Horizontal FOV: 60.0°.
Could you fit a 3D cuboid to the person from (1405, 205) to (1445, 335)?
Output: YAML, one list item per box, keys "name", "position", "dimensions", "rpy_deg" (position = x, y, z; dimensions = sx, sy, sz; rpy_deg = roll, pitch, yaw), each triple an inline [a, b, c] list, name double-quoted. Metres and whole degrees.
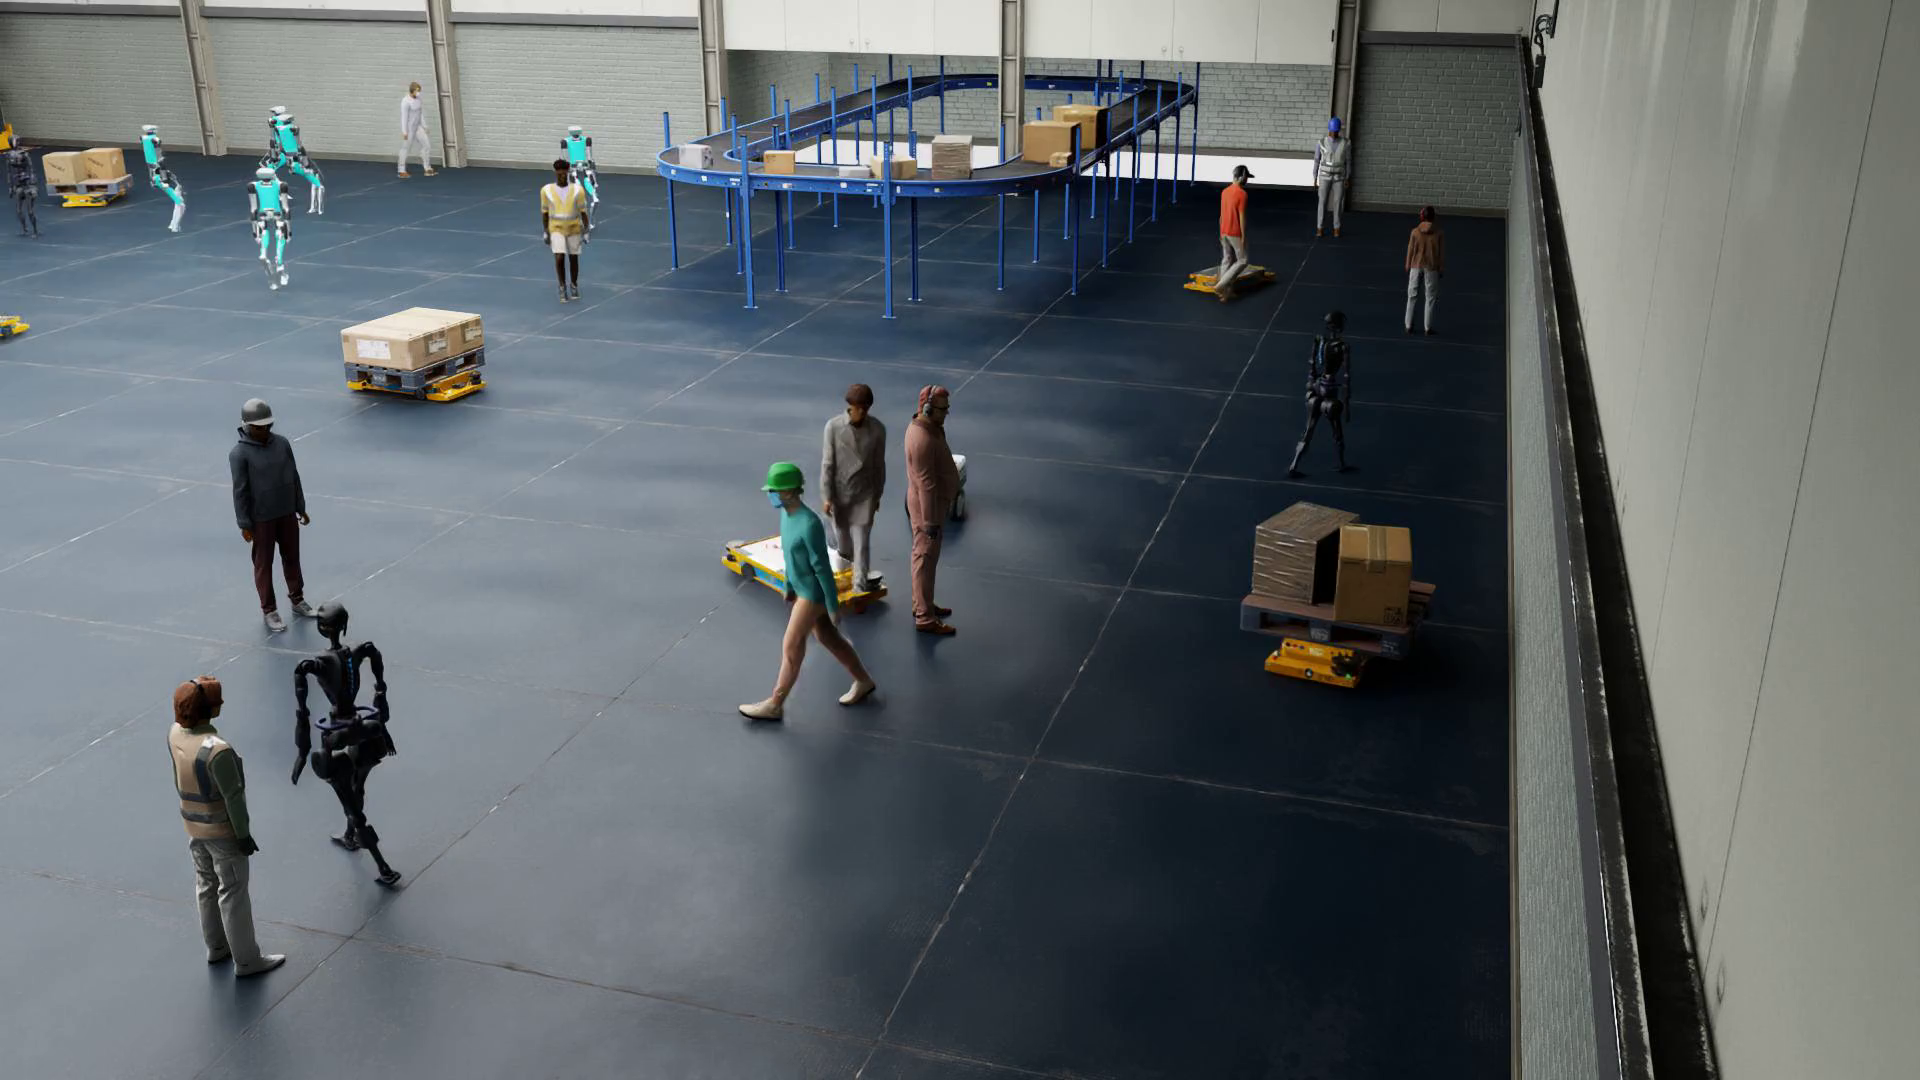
- name: "person"
  position: [5.903, -3.429, 21.157]
  dimensions: [0.474, 1.645, 0.327]
  rpy_deg: [8, 22, 19]

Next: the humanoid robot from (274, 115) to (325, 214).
- name: "humanoid robot"
  position: [-11.540, -6.595, 29.309]
  dimensions: [0.555, 1.821, 0.789]
  rpy_deg: [11, 24, 27]

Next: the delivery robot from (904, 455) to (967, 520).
- name: "delivery robot"
  position: [-0.191, -0.507, 15.119]
  dimensions: [0.510, 0.613, 0.784]
  rpy_deg: [6, 22, 14]

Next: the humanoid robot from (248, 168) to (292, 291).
- name: "humanoid robot"
  position: [-9.631, -4.277, 23.276]
  dimensions: [0.549, 1.753, 1.038]
  rpy_deg: [-6, 22, -15]

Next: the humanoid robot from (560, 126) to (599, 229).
- name: "humanoid robot"
  position: [-6.243, -5.935, 27.554]
  dimensions: [0.545, 1.738, 1.032]
  rpy_deg: [-11, 23, -26]

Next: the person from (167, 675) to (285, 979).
- name: "person"
  position: [-3.786, 1.460, 8.483]
  dimensions: [0.522, 1.638, 0.309]
  rpy_deg: [15, 25, 33]

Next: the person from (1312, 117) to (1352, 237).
- name: "person"
  position: [6.104, -5.960, 27.326]
  dimensions: [0.620, 1.935, 0.409]
  rpy_deg: [2, 21, 5]

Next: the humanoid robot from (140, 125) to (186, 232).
- name: "humanoid robot"
  position: [-13.233, -6.061, 27.845]
  dimensions: [0.541, 1.783, 0.690]
  rpy_deg: [17, 27, 37]

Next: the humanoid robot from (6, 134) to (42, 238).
- name: "humanoid robot"
  position: [-15.348, -5.801, 27.244]
  dimensions: [0.587, 1.650, 0.328]
  rpy_deg: [6, 22, 16]

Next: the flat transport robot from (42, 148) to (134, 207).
- name: "flat transport robot"
  position: [-15.944, -6.325, 30.584]
  dimensions: [0.659, 0.231, 1.431]
  rpy_deg: [-3, 21, -8]

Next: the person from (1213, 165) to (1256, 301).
- name: "person"
  position: [3.747, -4.171, 22.754]
  dimensions: [0.537, 1.893, 0.564]
  rpy_deg: [-14, 25, -31]

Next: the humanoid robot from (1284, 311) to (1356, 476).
- name: "humanoid robot"
  position: [3.500, -1.404, 15.945]
  dimensions: [0.793, 1.632, 0.605]
  rpy_deg: [-11, 24, -26]

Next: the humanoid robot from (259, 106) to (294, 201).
- name: "humanoid robot"
  position: [-12.426, -7.001, 30.110]
  dimensions: [0.735, 1.677, 0.533]
  rpy_deg: [7, 22, 18]

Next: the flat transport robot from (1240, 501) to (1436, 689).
- name: "flat transport robot"
  position: [2.793, 0.693, 12.381]
  dimensions: [0.659, 0.231, 1.431]
  rpy_deg: [10, 23, 25]

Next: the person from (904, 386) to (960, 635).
- name: "person"
  position: [-0.208, -0.238, 12.531]
  dimensions: [0.409, 1.901, 0.637]
  rpy_deg: [-1, 21, -3]

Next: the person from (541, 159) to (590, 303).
- name: "person"
  position: [-5.399, -4.228, 22.815]
  dimensions: [0.628, 1.944, 0.767]
  rpy_deg: [-6, 22, -15]

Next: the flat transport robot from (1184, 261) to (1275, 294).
- name: "flat transport robot"
  position: [3.893, -3.769, 23.954]
  dimensions: [0.659, 0.231, 1.431]
  rpy_deg: [17, 27, 37]

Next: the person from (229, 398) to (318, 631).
- name: "person"
  position: [-5.206, -0.207, 12.580]
  dimensions: [0.378, 1.806, 0.545]
  rpy_deg: [15, 26, 34]

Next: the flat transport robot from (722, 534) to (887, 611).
- name: "flat transport robot"
  position: [-1.284, 0.250, 13.528]
  dimensions: [0.659, 0.231, 1.431]
  rpy_deg: [-17, 27, -36]

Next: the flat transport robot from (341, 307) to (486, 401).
- name: "flat transport robot"
  position: [-6.164, -1.812, 18.878]
  dimensions: [1.431, 0.231, 0.659]
  rpy_deg: [9, 23, 22]

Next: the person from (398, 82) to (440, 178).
- name: "person"
  position: [-10.841, -8.150, 33.103]
  dimensions: [0.940, 1.867, 0.640]
  rpy_deg: [5, 22, 13]

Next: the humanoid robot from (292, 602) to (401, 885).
- name: "humanoid robot"
  position: [-3.470, 1.132, 9.370]
  dimensions: [0.793, 1.630, 0.606]
  rpy_deg: [16, 26, 36]

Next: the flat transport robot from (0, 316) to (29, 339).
- name: "flat transport robot"
  position: [-12.464, -2.578, 20.865]
  dimensions: [0.659, 0.231, 1.431]
  rpy_deg: [3, 21, 9]

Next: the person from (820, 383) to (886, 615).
- name: "person"
  position: [-0.834, -0.394, 13.099]
  dimensions: [0.529, 1.794, 0.900]
  rpy_deg: [-1, 21, -2]

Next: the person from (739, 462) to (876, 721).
- name: "person"
  position: [-1.001, 0.340, 11.158]
  dimensions: [0.982, 1.808, 0.588]
  rpy_deg: [-8, 22, -19]
